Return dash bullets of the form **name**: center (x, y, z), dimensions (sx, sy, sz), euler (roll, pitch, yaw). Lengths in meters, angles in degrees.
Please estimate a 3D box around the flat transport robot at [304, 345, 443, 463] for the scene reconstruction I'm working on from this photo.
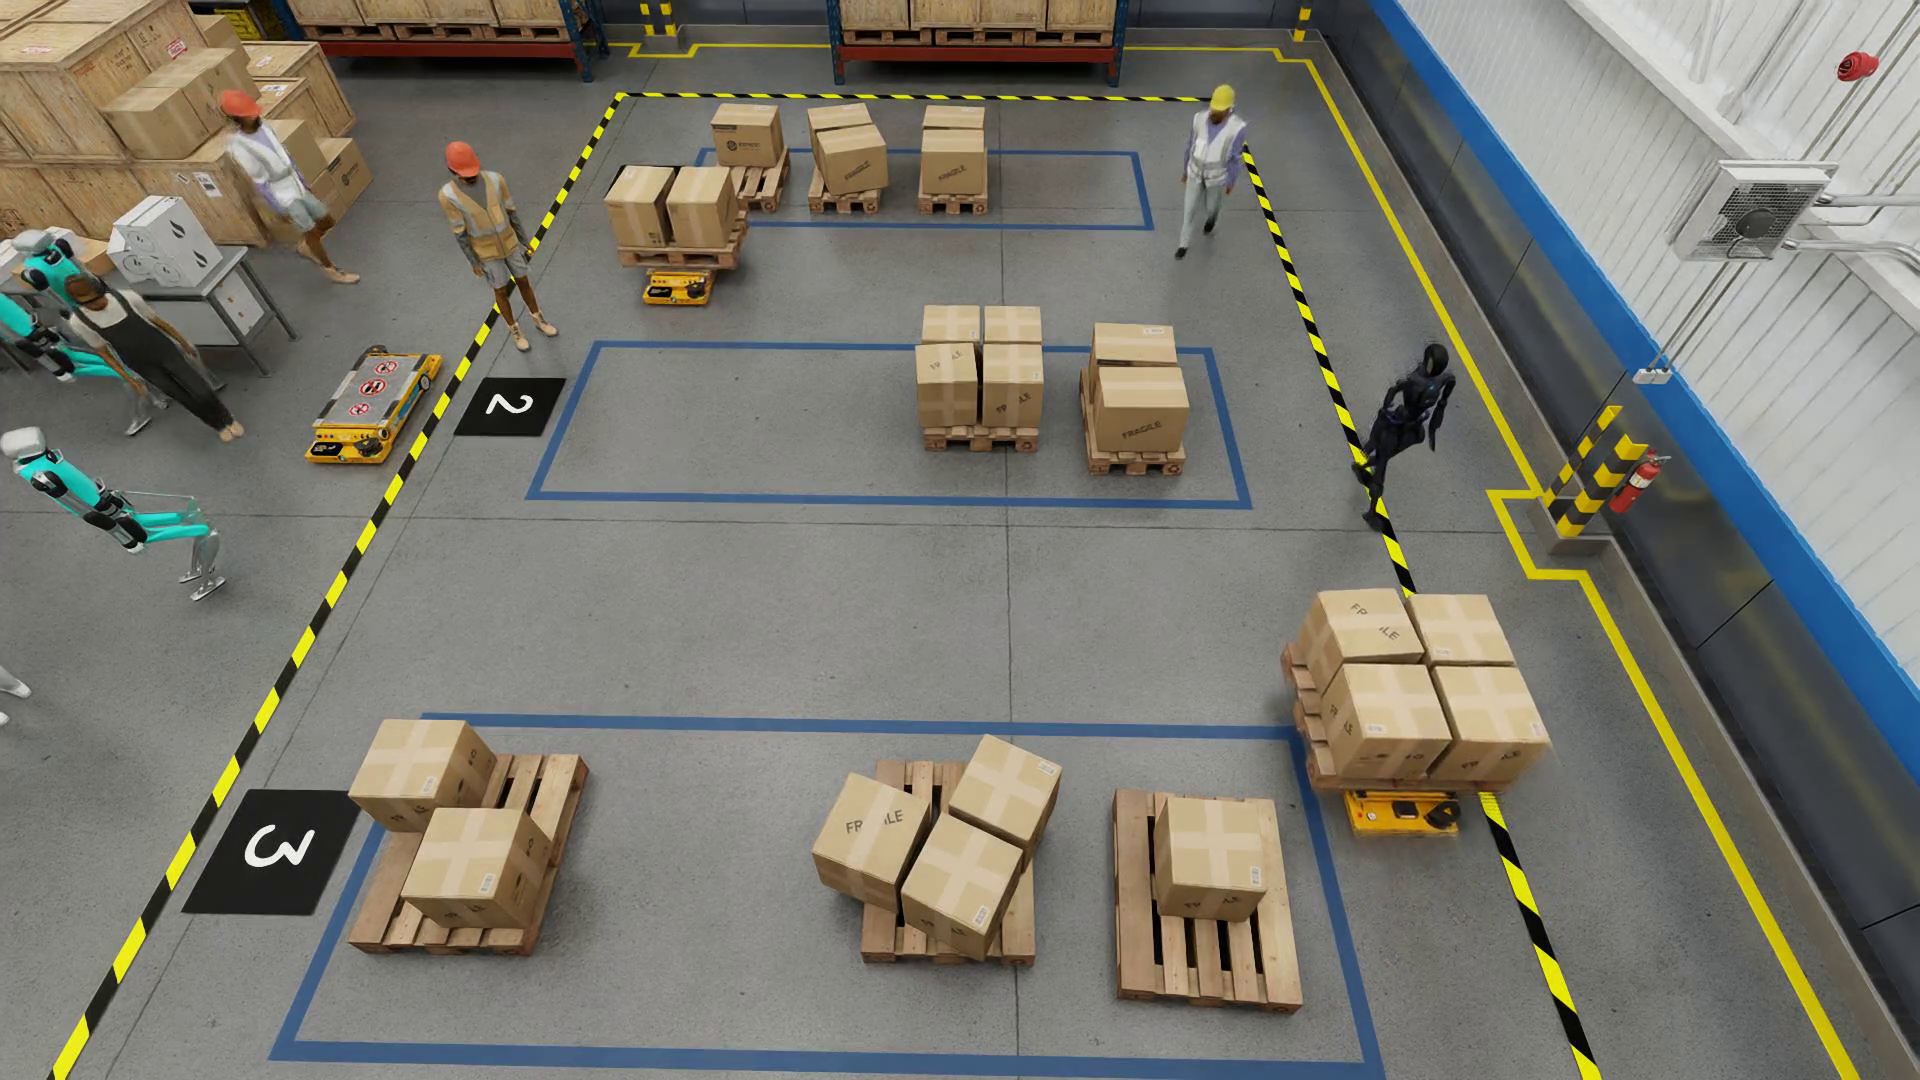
- **flat transport robot**: center (-5.383, -1.269, 8.441), dimensions (0.659, 0.231, 1.431), euler (1, 50, 1)

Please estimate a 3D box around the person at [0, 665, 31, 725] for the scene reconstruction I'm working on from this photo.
- **person**: center (-6.827, 0.597, 5.812), dimensions (0.327, 1.873, 0.516), euler (7, 50, 6)

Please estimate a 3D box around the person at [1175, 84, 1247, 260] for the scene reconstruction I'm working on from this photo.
- **person**: center (2.638, -3.895, 9.652), dimensions (0.597, 1.811, 0.684), euler (23, 53, 18)

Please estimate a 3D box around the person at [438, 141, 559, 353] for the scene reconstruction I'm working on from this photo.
- **person**: center (-4.273, -2.699, 8.496), dimensions (0.386, 2.034, 0.604), euler (36, 58, 26)

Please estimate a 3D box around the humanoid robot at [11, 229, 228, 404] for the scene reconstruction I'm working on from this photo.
- **humanoid robot**: center (-7.204, -1.891, 8.031), dimensions (0.879, 1.805, 0.549), euler (-5, 50, -4)

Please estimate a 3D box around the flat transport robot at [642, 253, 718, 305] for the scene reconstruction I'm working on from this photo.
- **flat transport robot**: center (-2.946, -3.059, 9.937), dimensions (0.652, 0.197, 1.431), euler (2, 50, 1)

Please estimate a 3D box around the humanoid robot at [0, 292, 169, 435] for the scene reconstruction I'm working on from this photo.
- **humanoid robot**: center (-7.463, -1.632, 7.787), dimensions (0.801, 1.778, 0.600), euler (-27, 55, -21)

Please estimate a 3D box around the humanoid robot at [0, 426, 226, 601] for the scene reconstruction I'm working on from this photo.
- **humanoid robot**: center (-5.804, -0.239, 6.519), dimensions (0.735, 1.677, 0.533), euler (-36, 59, -26)

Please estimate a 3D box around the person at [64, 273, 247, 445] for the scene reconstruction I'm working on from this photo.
- **person**: center (-6.652, -1.456, 7.585), dimensions (0.550, 1.809, 0.457), euler (-35, 58, -26)

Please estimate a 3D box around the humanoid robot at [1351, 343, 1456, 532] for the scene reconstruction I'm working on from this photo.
- **humanoid robot**: center (3.496, -0.860, 7.209), dimensions (0.588, 1.624, 0.798), euler (-7, 50, -6)

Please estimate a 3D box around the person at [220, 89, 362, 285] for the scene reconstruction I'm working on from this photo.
- **person**: center (-6.733, -3.470, 9.154), dimensions (0.510, 2.026, 0.608), euler (0, 50, 0)

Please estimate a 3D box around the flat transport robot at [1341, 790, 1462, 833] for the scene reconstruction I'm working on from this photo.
- **flat transport robot**: center (2.859, 1.276, 6.269), dimensions (0.652, 0.197, 1.431), euler (1, 50, 1)
